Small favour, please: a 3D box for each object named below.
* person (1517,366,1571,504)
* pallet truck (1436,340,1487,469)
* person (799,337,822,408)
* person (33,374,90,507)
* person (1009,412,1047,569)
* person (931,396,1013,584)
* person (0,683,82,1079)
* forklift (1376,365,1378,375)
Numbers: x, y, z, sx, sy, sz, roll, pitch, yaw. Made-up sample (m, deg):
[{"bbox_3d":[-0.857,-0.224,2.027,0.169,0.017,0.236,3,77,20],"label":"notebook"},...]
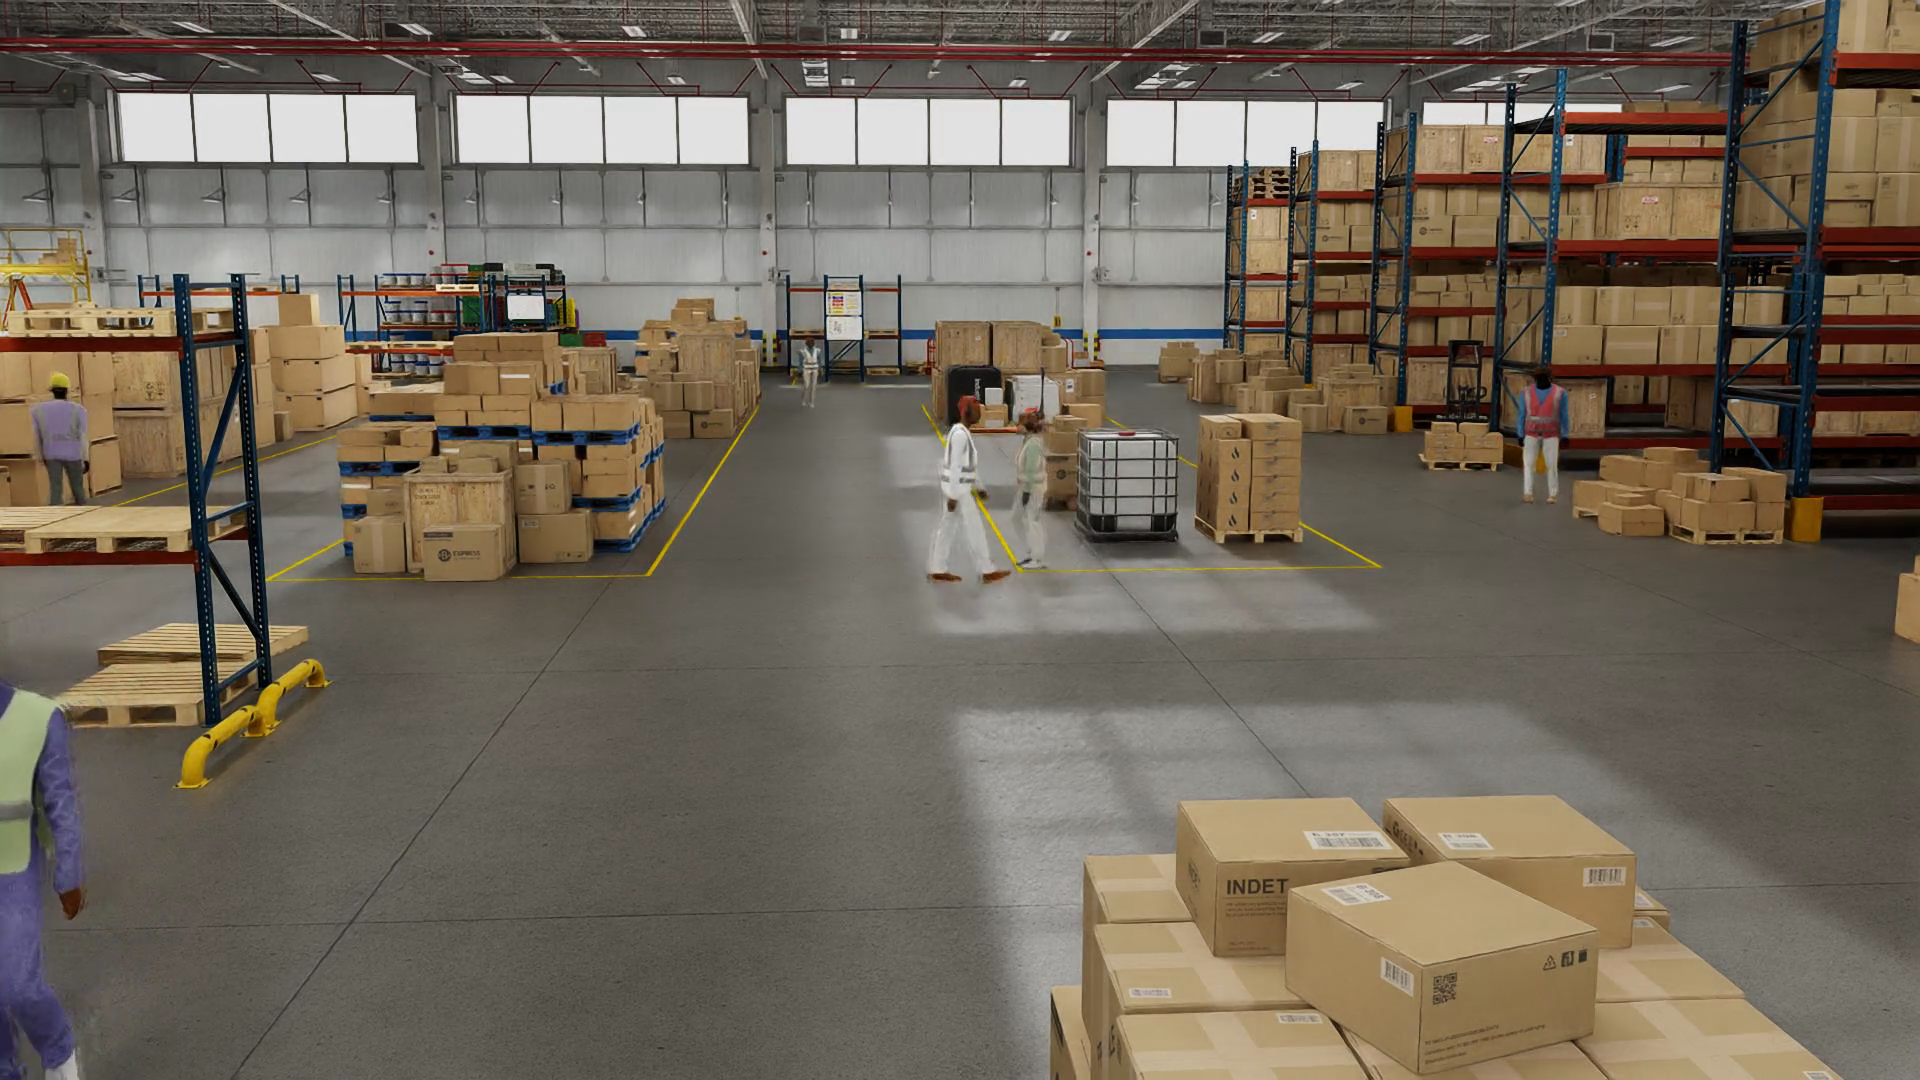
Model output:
[{"bbox_3d":[7.754,-1.392,22.060,0.703,1.833,0.431,5,10,27],"label":"person"},{"bbox_3d":[8.004,-2.170,26.422,0.823,1.965,1.885,2,9,14],"label":"pallet truck"},{"bbox_3d":[-3.400,-3.818,37.951,0.509,1.618,0.510,-4,10,-23],"label":"person"},{"bbox_3d":[-10.531,-1.013,19.558,0.591,1.864,1.034,-3,10,-19],"label":"person"},{"bbox_3d":[0.687,-0.498,17.108,0.427,1.624,0.517,-2,9,-10],"label":"person"},{"bbox_3d":[0.121,-0.478,16.257,0.889,1.845,0.570,-1,9,-4],"label":"person"},{"bbox_3d":[-3.379,1.166,5.758,0.603,1.902,0.439,-1,9,-4],"label":"person"},{"bbox_3d":[10.024,-4.111,35.845,1.873,2.768,1.129,-1,9,-4],"label":"forklift"}]
